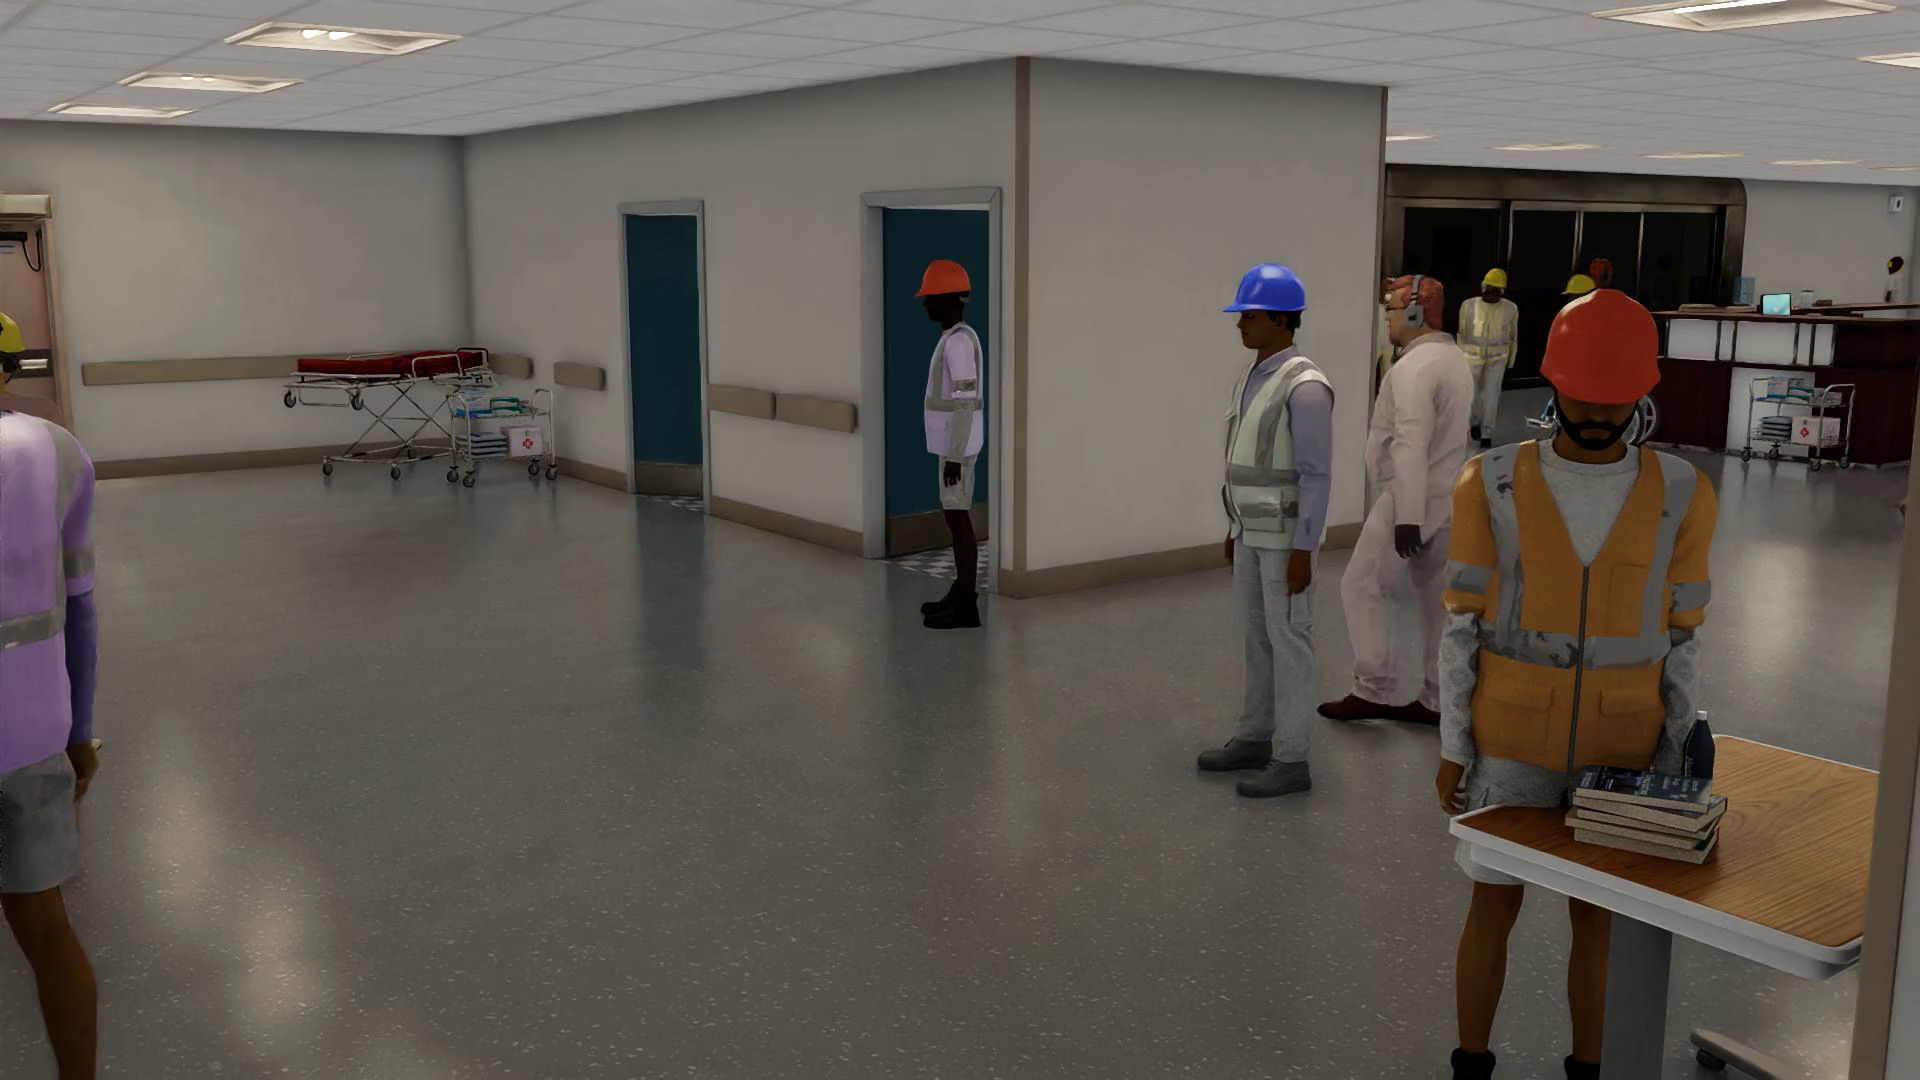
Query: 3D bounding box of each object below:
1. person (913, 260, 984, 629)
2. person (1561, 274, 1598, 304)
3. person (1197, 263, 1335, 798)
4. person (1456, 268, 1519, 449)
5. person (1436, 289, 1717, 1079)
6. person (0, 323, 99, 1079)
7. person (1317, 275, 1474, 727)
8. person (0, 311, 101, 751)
[{"bbox_3d":[-0.060,-0.498,8.768,0.363,1.934,0.553,0,10,-2],"label":"person"},{"bbox_3d":[5.140,-1.313,13.839,0.368,1.774,0.552,7,12,34],"label":"person"},{"bbox_3d":[1.142,-0.032,6.122,0.400,1.949,0.605,-3,10,-14],"label":"person"},{"bbox_3d":[5.287,-1.836,16.714,0.583,1.789,0.873,3,11,17],"label":"person"},{"bbox_3d":[1.298,0.437,3.555,0.542,1.928,0.375,2,10,13],"label":"person"},{"bbox_3d":[-2.050,0.412,3.423,0.408,2.031,0.611,3,11,17],"label":"person"},{"bbox_3d":[1.814,-0.155,6.972,0.689,1.884,0.681,7,12,34],"label":"person"},{"bbox_3d":[-3.669,0.005,6.425,0.523,1.769,0.320,-2,10,-8],"label":"person"}]
